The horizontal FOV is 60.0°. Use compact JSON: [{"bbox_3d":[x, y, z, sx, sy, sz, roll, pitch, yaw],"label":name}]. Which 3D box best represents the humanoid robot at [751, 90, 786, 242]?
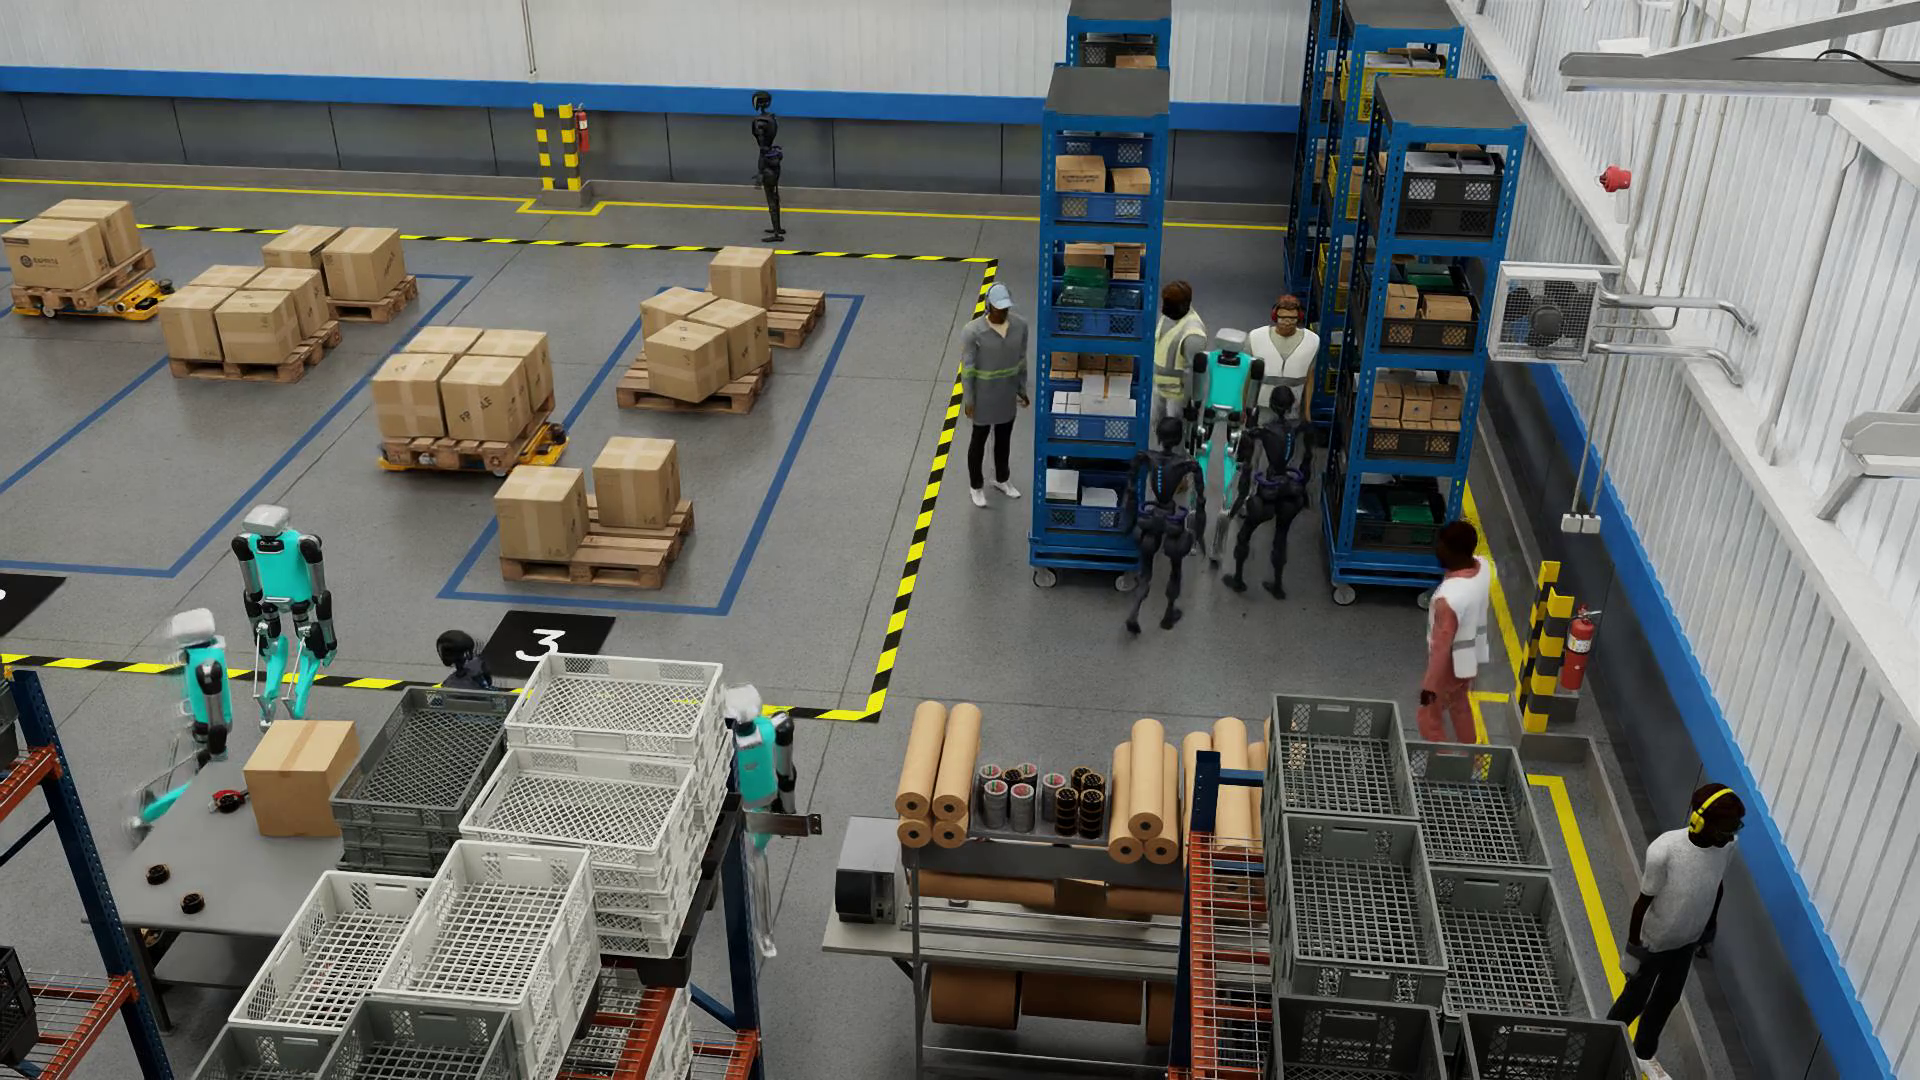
[{"bbox_3d":[-2.124,-4.127,18.348,0.315,1.657,0.599,2,30,4],"label":"humanoid robot"}]

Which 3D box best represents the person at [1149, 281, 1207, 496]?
[{"bbox_3d":[1.707,-1.211,13.205,0.432,1.826,0.646,-9,31,-14],"label":"person"}]

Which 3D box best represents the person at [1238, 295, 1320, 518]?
[{"bbox_3d":[2.451,-1.044,12.896,0.564,1.847,0.388,1,30,2],"label":"person"}]

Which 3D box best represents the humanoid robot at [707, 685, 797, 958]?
[{"bbox_3d":[-1.226,1.371,8.896,0.557,1.792,0.960,-14,33,-22],"label":"humanoid robot"}]

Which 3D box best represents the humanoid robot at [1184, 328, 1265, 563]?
[{"bbox_3d":[1.895,-0.638,12.277,0.533,1.733,0.792,7,31,13],"label":"humanoid robot"}]

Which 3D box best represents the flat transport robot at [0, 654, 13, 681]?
[{"bbox_3d":[-7.142,0.969,11.010,1.431,0.231,0.659,3,30,6],"label":"flat transport robot"}]

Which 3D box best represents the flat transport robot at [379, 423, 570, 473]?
[{"bbox_3d":[-4.086,-0.794,14.010,1.431,0.197,0.652,3,30,6],"label":"flat transport robot"}]

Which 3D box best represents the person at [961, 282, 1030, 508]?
[{"bbox_3d":[0.289,-1.149,13.072,0.587,1.853,0.383,-14,33,-22],"label":"person"}]

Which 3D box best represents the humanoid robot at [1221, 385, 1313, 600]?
[{"bbox_3d":[2.230,-0.344,11.860,0.598,1.645,0.400,-10,32,-16],"label":"humanoid robot"}]

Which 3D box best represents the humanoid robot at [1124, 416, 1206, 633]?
[{"bbox_3d":[1.391,-0.072,11.398,0.610,1.635,0.531,14,33,22],"label":"humanoid robot"}]

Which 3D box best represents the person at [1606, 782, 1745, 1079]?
[{"bbox_3d":[3.353,1.896,7.841,0.513,1.857,0.335,-10,32,-16],"label":"person"}]

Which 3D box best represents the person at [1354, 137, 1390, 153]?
[{"bbox_3d":[4.396,-3.979,17.928,0.506,1.864,0.313,10,32,17],"label":"person"}]

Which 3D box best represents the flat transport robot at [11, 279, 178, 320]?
[{"bbox_3d":[-8.797,-2.479,16.904,1.431,0.197,0.652,3,30,6],"label":"flat transport robot"}]

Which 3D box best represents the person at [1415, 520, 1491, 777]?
[{"bbox_3d":[2.967,0.693,9.895,0.425,1.881,0.765,21,36,31],"label":"person"}]

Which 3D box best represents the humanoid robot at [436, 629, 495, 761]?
[{"bbox_3d":[-2.662,1.226,9.231,0.764,1.647,0.612,5,31,9],"label":"humanoid robot"}]

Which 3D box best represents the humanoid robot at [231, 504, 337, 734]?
[{"bbox_3d":[-4.067,0.661,9.945,0.533,1.677,0.735,3,30,5],"label":"humanoid robot"}]

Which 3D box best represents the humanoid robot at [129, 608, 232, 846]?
[{"bbox_3d":[-4.342,1.249,9.109,0.994,1.775,0.539,-15,33,-24],"label":"humanoid robot"}]
